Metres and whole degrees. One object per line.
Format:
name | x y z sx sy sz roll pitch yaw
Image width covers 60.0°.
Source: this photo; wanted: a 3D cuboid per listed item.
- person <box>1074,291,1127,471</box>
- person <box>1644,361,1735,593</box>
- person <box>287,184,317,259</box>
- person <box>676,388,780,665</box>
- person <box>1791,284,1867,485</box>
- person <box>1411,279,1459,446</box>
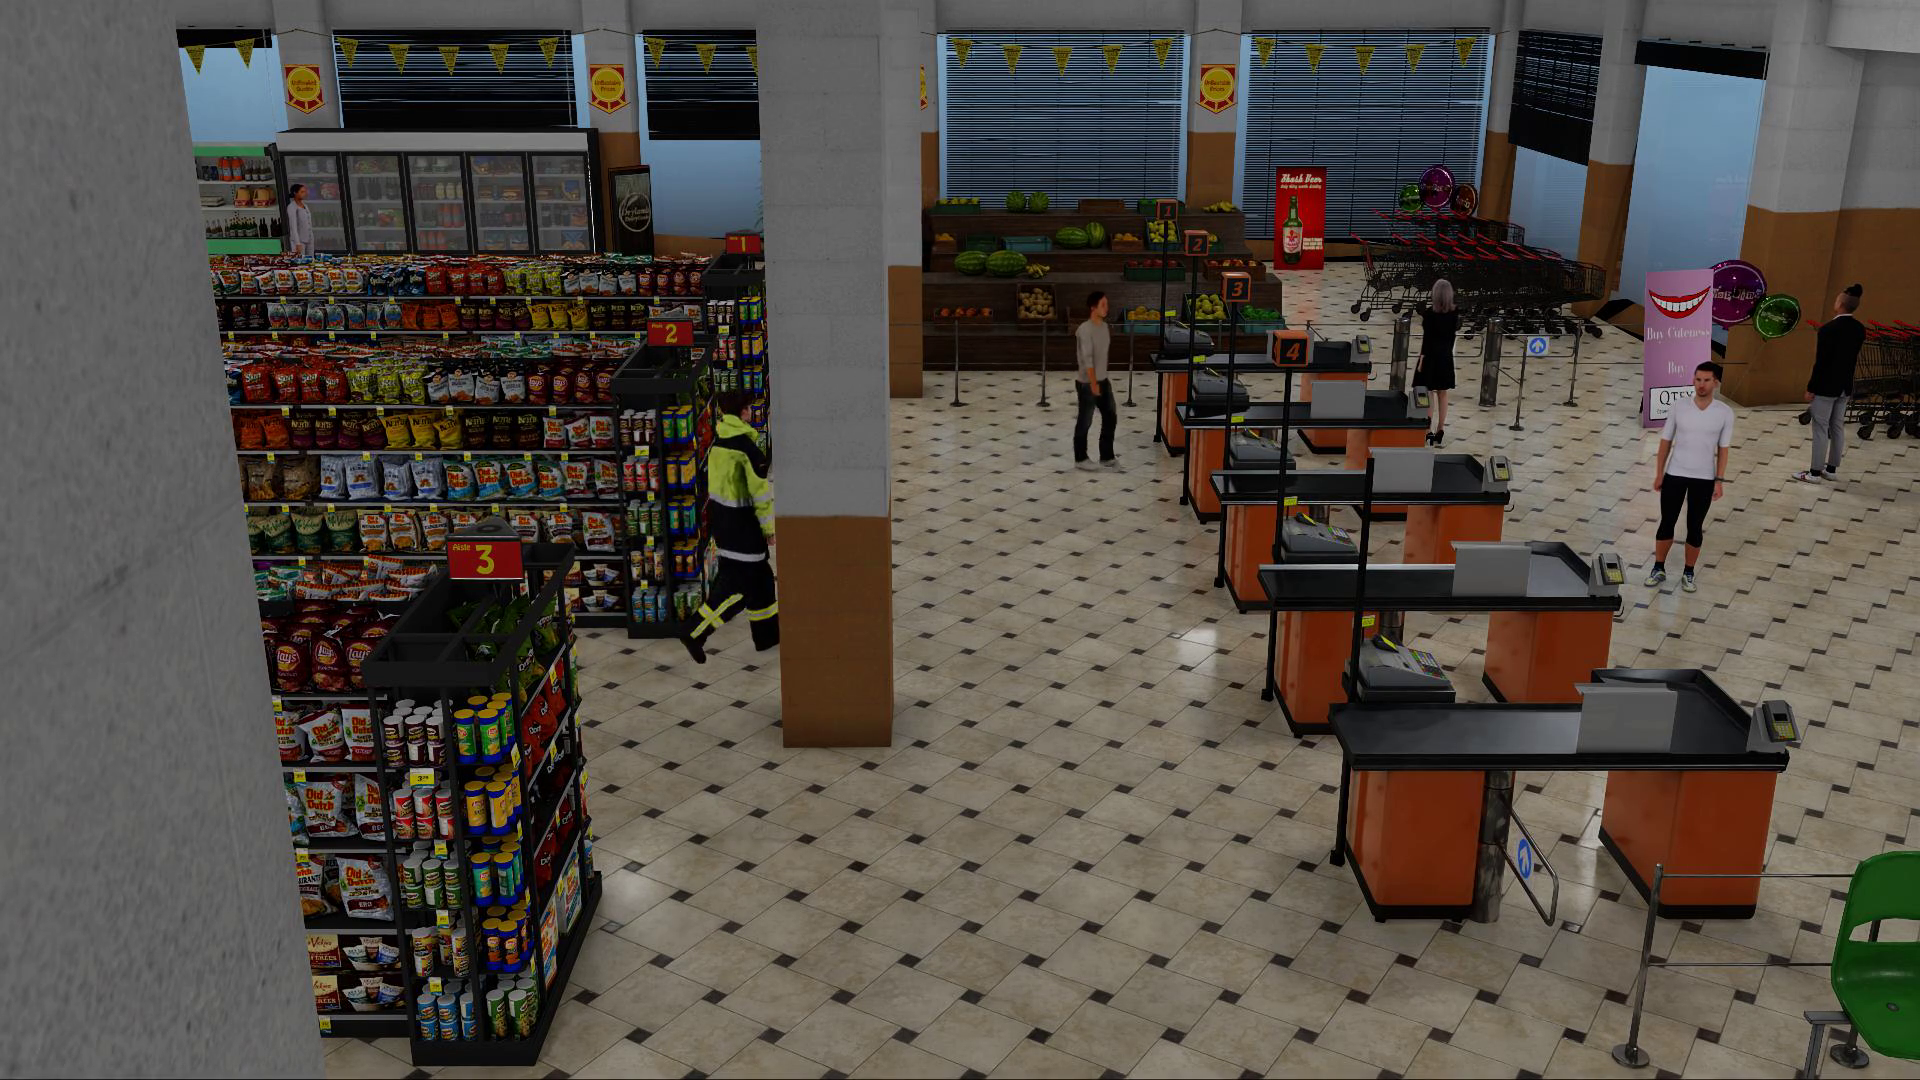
person | 1.239 -1.572 16.492 0.917 1.798 0.854 14 23 35
person | 5.837 -0.521 13.294 0.680 1.851 0.812 10 21 27
person | -10.130 -4.600 25.573 0.618 1.735 0.666 4 19 11
person | -1.645 -0.057 11.790 1.316 1.933 1.144 -9 21 -26
person | 8.457 -1.517 16.091 0.691 1.950 0.848 -8 20 -22
person | 4.993 -1.871 17.462 0.630 1.746 0.745 -8 20 -22
